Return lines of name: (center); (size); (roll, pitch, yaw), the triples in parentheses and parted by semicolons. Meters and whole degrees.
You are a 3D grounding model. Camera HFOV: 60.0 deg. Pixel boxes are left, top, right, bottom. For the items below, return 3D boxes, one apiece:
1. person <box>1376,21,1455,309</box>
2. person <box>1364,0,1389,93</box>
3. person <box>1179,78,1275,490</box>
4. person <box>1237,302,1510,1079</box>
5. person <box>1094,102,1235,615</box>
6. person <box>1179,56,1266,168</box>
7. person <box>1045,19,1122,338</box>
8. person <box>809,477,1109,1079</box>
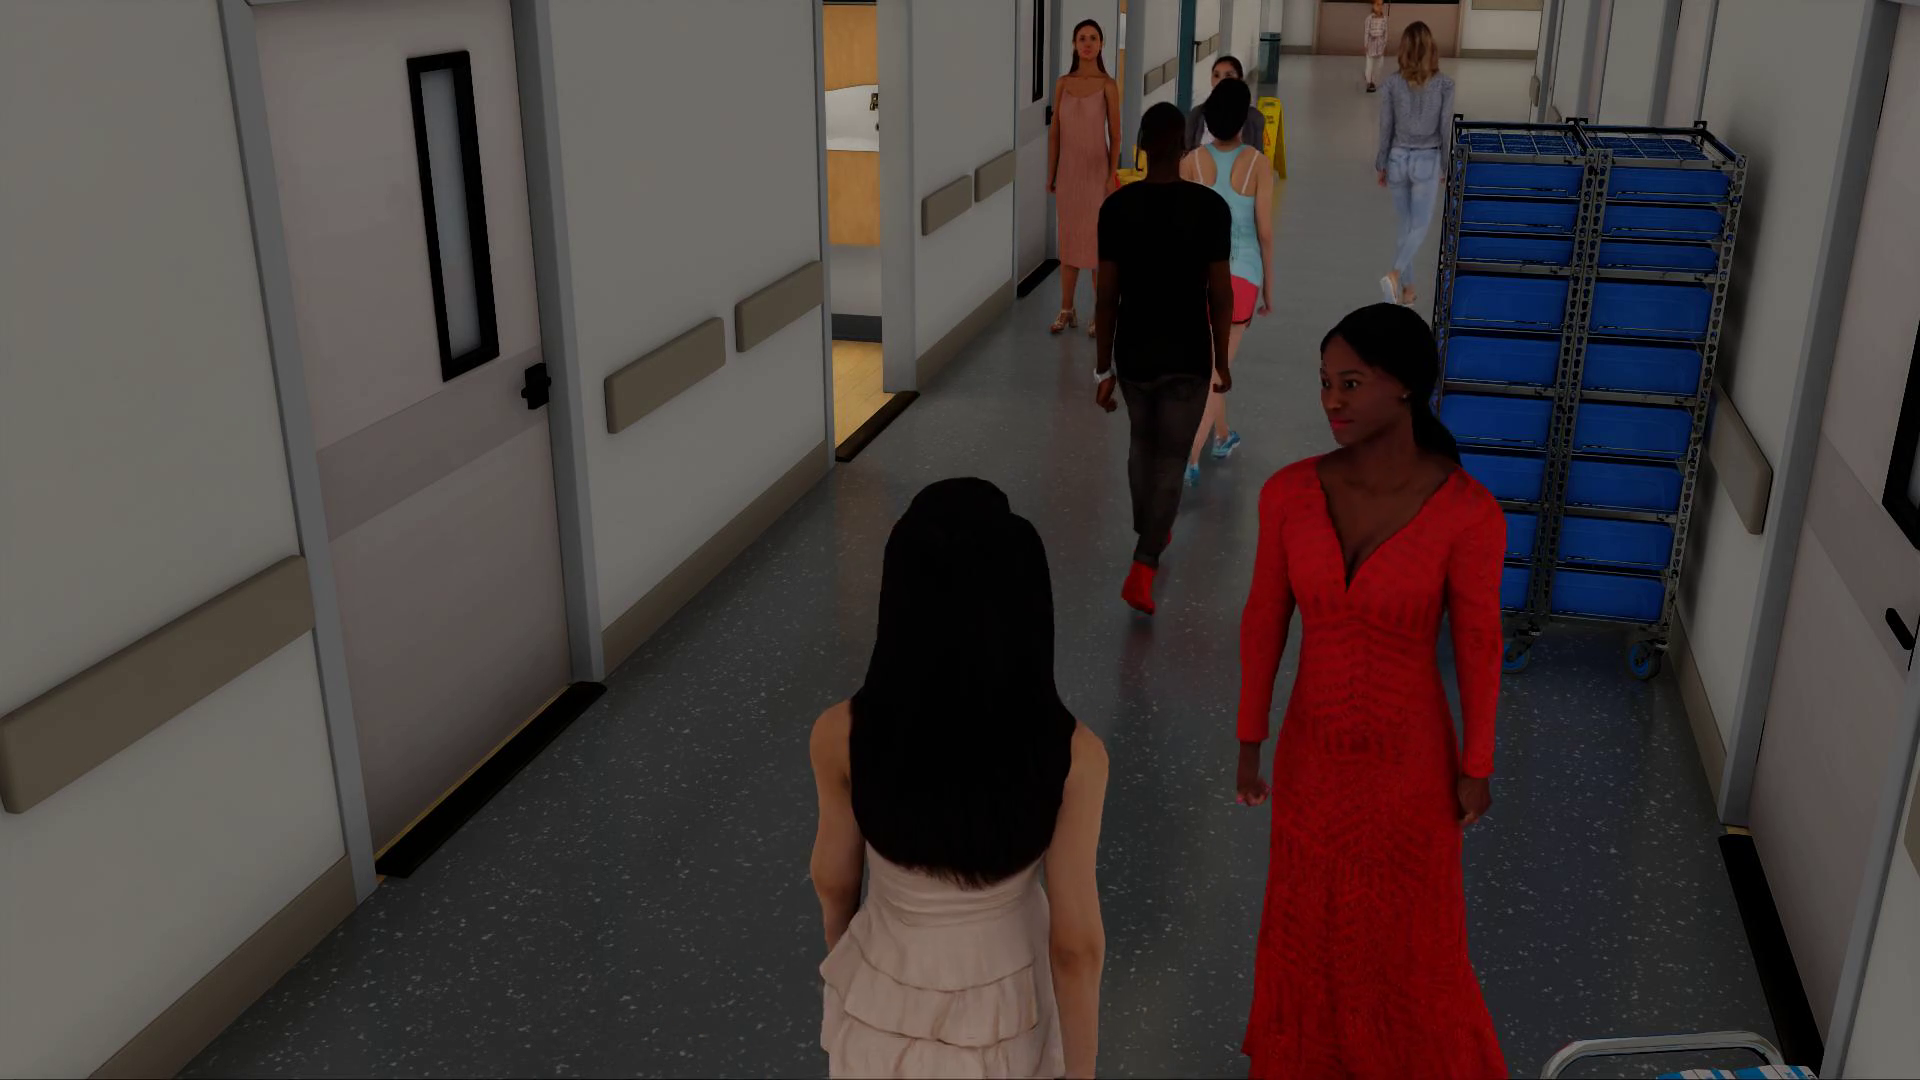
person: (2.768, -2.232, 10.220); (0.741, 1.763, 1.134); (10, 23, 25)
person: (5.793, -6.968, 23.374); (0.677, 1.303, 0.761); (-5, 21, -12)
person: (1.107, -1.050, 7.152); (0.762, 1.725, 1.241); (9, 22, 21)
person: (0.768, 0.418, 3.213); (0.888, 1.770, 0.770); (8, 22, 21)
person: (0.703, -0.605, 5.904); (0.725, 1.778, 1.214); (8, 22, 21)
person: (1.486, -1.887, 9.460); (0.648, 1.657, 1.020); (6, 22, 16)
person: (0.747, -2.132, 9.863); (0.637, 1.829, 0.581); (11, 23, 27)
person: (-0.039, 0.785, 2.345); (0.698, 1.698, 0.980); (1, 21, 3)
